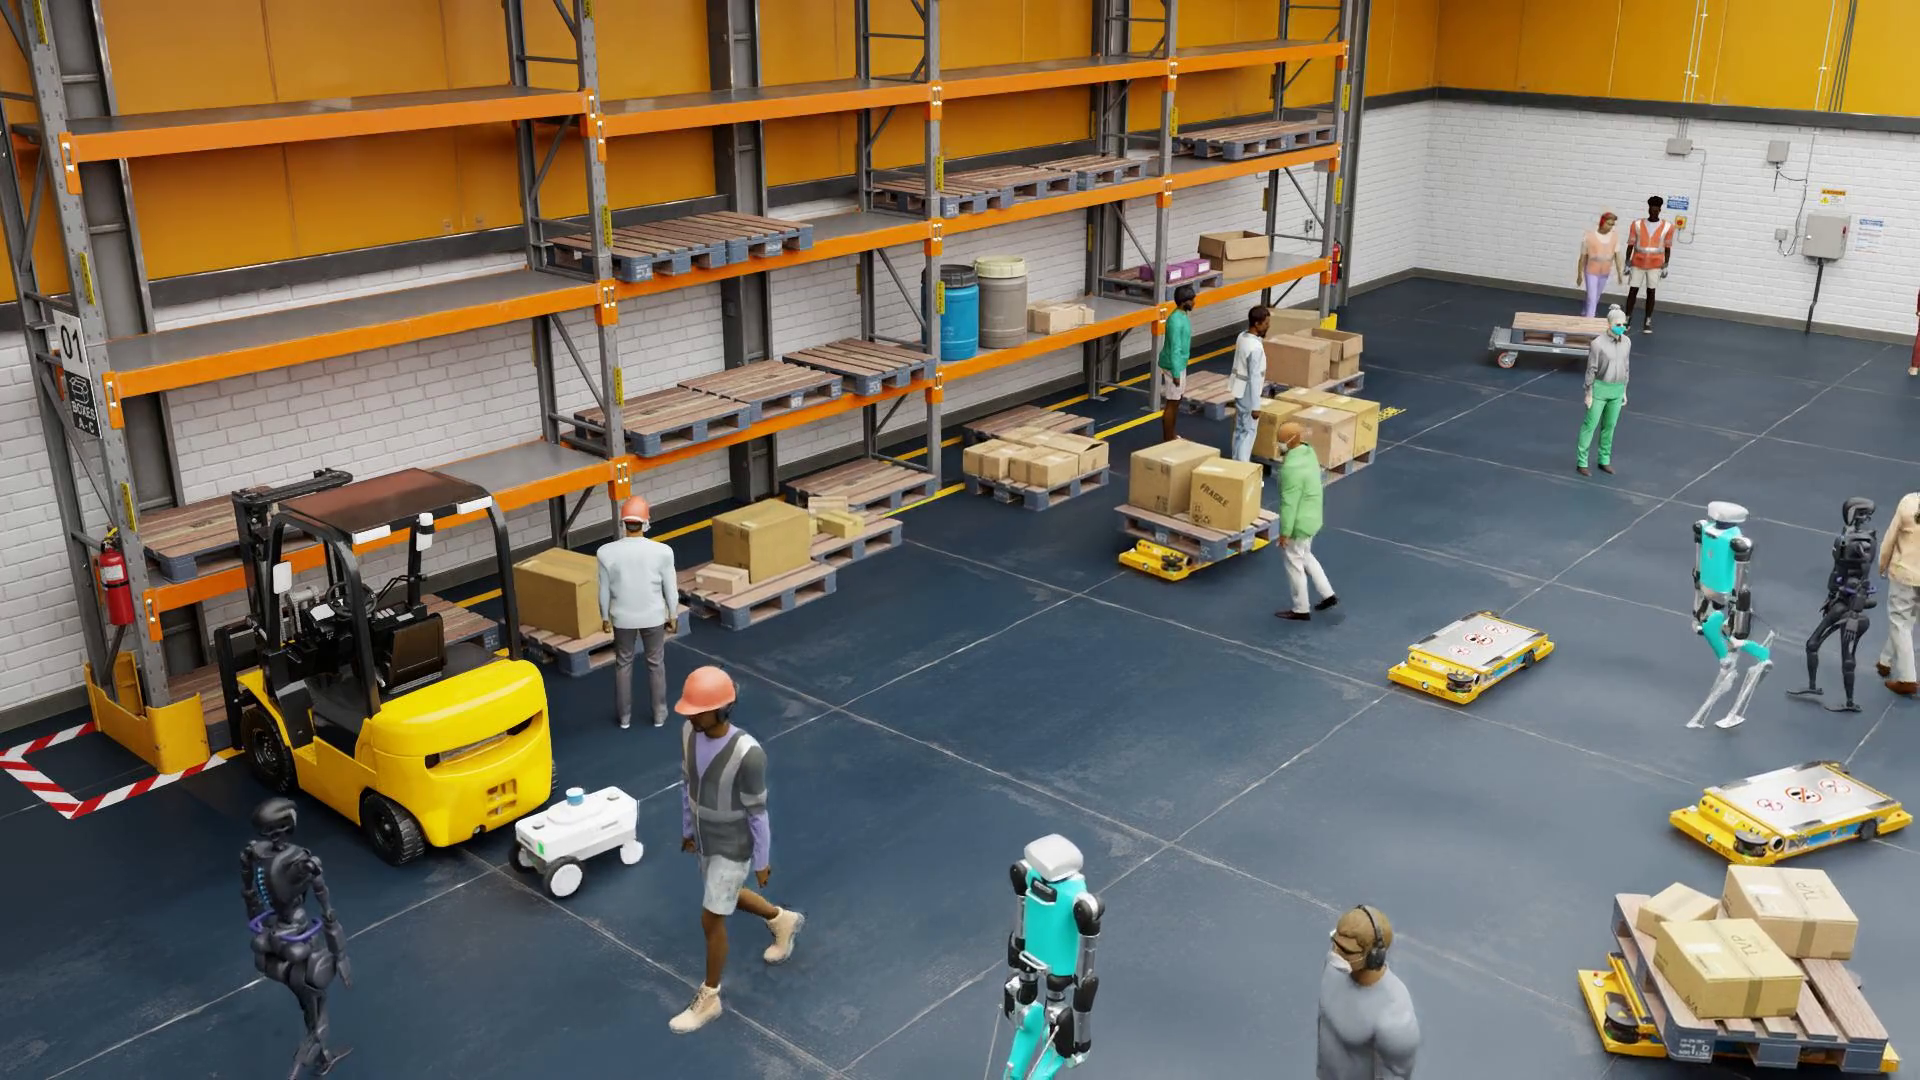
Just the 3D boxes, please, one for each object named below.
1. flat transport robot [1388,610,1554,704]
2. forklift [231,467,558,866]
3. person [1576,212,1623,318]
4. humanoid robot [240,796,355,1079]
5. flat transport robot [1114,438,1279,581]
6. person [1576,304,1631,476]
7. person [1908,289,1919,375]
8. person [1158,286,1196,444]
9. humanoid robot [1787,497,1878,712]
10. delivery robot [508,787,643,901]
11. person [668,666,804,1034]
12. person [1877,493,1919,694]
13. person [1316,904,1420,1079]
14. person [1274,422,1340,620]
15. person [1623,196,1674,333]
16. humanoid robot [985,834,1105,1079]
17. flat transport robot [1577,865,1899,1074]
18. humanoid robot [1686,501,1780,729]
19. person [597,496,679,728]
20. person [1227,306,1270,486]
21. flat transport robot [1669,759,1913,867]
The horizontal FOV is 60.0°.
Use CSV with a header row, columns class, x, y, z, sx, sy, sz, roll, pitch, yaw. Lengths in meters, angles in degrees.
class,x,y,z,sx,sy,sz,roll,pitch,yaw
flat transport robot,4.040,0.908,13.092,1.431,0.231,0.659,-19,27,-41
forklift,-3.730,0.710,10.856,2.313,2.155,1.214,17,26,38
person,9.002,-3.757,23.527,0.561,1.793,0.910,-5,21,-13
humanoid robot,-3.297,2.012,8.104,0.597,1.636,0.683,8,22,20
flat transport robot,2.187,0.041,15.440,1.431,0.231,0.659,-18,27,-40
person,6.822,-1.583,17.576,0.520,1.842,0.328,-6,21,-17
person,12.605,-2.989,21.475,0.466,1.775,0.376,12,24,30
person,2.391,-1.896,18.420,0.405,1.843,0.497,5,21,14
humanoid robot,6.504,0.480,12.229,0.464,1.644,0.609,3,20,8
delivery robot,-2.365,1.824,10.219,0.804,0.610,0.499,-17,26,-39
person,-1.206,1.555,8.833,0.933,2.012,0.616,-19,27,-41
person,7.281,0.251,12.601,0.552,1.831,0.695,5,21,14
person,1.695,2.325,6.891,0.851,1.910,0.632,-4,21,-11
person,2.864,-0.137,13.790,0.576,1.746,0.593,10,22,25
person,9.828,-3.948,23.801,0.611,1.961,0.364,9,22,22
humanoid robot,0.243,2.270,7.445,0.739,1.903,0.538,-16,26,-37
flat transport robot,4.086,2.495,8.791,1.431,0.231,0.659,2,20,6
humanoid robot,5.578,0.578,11.882,0.767,1.792,0.549,-5,21,-13
person,-2.314,0.524,12.011,0.572,1.737,0.350,-3,20,-8
person,2.986,-1.481,17.205,0.408,1.908,0.595,-2,20,-5
flat transport robot,5.386,1.767,10.763,1.431,0.231,0.659,-9,22,-22
